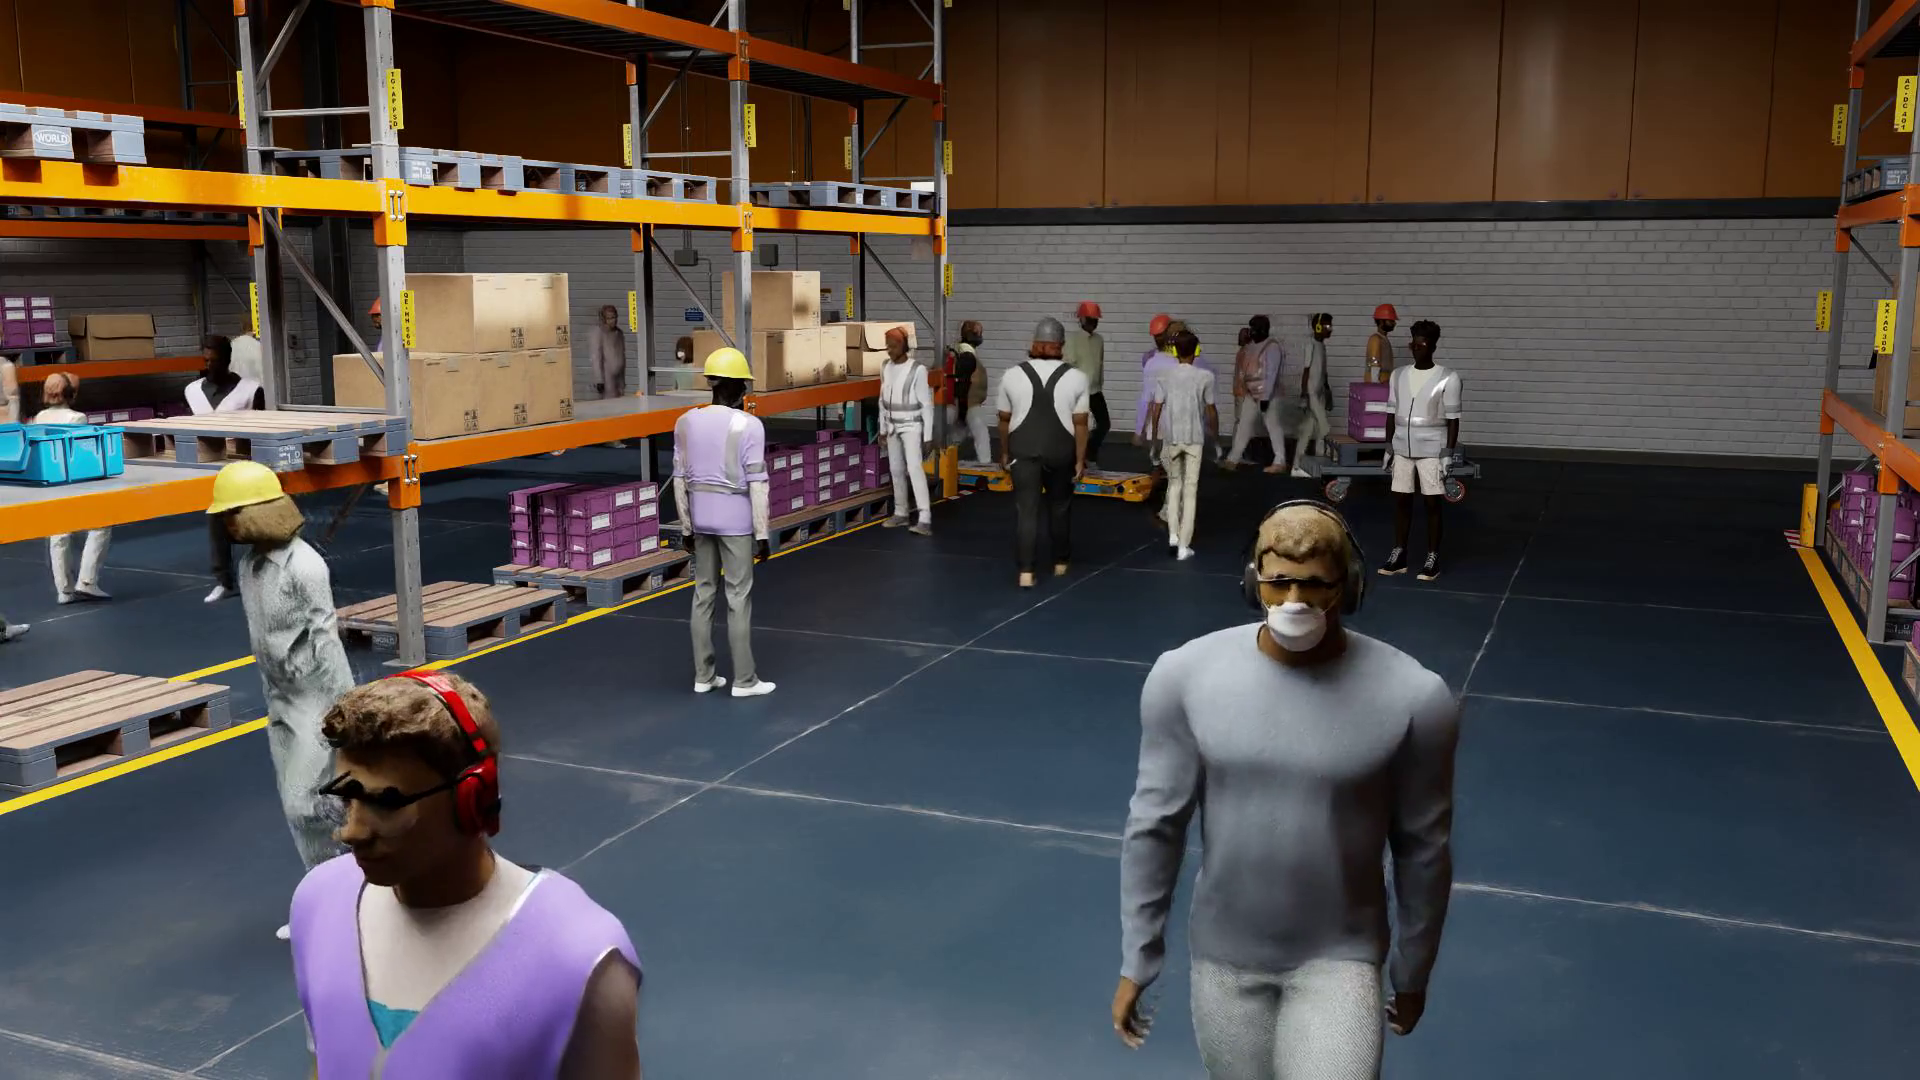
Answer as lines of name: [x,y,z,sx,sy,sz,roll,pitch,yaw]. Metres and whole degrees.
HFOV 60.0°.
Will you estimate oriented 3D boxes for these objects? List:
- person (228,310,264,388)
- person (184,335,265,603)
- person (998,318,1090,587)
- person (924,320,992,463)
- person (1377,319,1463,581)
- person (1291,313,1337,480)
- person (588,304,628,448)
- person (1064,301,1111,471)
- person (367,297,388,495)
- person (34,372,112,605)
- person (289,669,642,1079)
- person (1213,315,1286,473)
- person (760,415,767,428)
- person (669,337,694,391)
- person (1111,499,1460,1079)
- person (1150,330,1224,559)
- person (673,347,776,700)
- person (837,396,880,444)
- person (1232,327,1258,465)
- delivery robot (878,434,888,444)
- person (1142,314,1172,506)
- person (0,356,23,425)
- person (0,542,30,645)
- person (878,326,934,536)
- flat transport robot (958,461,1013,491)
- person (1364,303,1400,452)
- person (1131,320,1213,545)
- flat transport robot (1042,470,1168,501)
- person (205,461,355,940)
person: [-7.097,-1.354,16.791,0.640,1.923,0.430,8,13,42]
person: [-5.170,-0.531,11.928,0.588,1.896,0.706,1,9,8]
person: [0.625,-0.685,12.393,0.687,2.000,1.020,1,9,8]
person: [0.019,-1.494,18.091,0.927,1.802,0.634,-1,9,-5]
person: [3.479,-0.682,12.597,0.607,1.966,0.367,9,13,42]
person: [4.005,-1.586,18.447,0.717,1.841,0.550,5,11,28]
person: [-4.606,-2.123,21.635,0.567,1.878,0.652,4,10,25]
person: [1.407,-1.655,18.450,0.634,1.978,0.437,-7,12,-38]
person: [-5.925,-1.492,17.264,0.363,2.047,0.613,-5,11,-29]
person: [-6.197,-0.359,11.643,0.538,1.623,0.432,4,10,23]
person: [-0.687,1.070,2.354,0.570,1.840,0.372,4,10,24]
person: [3.339,-1.637,18.882,0.921,1.796,0.652,-4,10,-20]
person: [-2.236,-1.340,17.339,0.561,1.714,0.905,7,11,35]
person: [-2.901,-1.336,17.592,0.532,1.616,0.482,7,12,36]
person: [0.620,0.882,3.303,0.640,1.909,0.836,4,10,22]
person: [1.859,-0.778,13.548,0.539,1.843,0.593,4,10,23]
person: [-1.289,-0.089,9.134,0.590,1.923,0.383,5,11,28]
person: [-1.073,-1.404,17.618,0.529,1.760,0.339,-6,11,-31]
person: [3.404,-1.715,19.842,0.310,1.642,0.514,0,9,2]
delivery robot: [-0.834,-0.977,18.373,0.707,0.478,0.477,3,10,16]
person: [2.107,-1.310,16.609,0.568,1.909,0.850,7,11,35]
person: [-8.909,-1.081,15.394,0.627,1.841,1.017,3,10,18]
person: [-6.042,-0.070,10.046,0.516,1.586,0.891,3,10,20]
person: [-0.473,-0.978,14.767,0.500,1.859,0.706,-9,13,-43]
flat transport robot: [0.166,-0.702,17.843,1.431,0.197,0.652,7,12,37]
person: [4.823,-1.735,19.065,0.379,1.938,0.546,4,10,22]
person: [1.810,-0.943,14.389,0.645,1.890,0.979,-5,10,-26]
flat transport robot: [1.391,-0.579,17.098,1.431,0.197,0.652,6,11,33]
person: [-2.290,0.566,5.787,0.509,1.712,0.525,8,12,41]
